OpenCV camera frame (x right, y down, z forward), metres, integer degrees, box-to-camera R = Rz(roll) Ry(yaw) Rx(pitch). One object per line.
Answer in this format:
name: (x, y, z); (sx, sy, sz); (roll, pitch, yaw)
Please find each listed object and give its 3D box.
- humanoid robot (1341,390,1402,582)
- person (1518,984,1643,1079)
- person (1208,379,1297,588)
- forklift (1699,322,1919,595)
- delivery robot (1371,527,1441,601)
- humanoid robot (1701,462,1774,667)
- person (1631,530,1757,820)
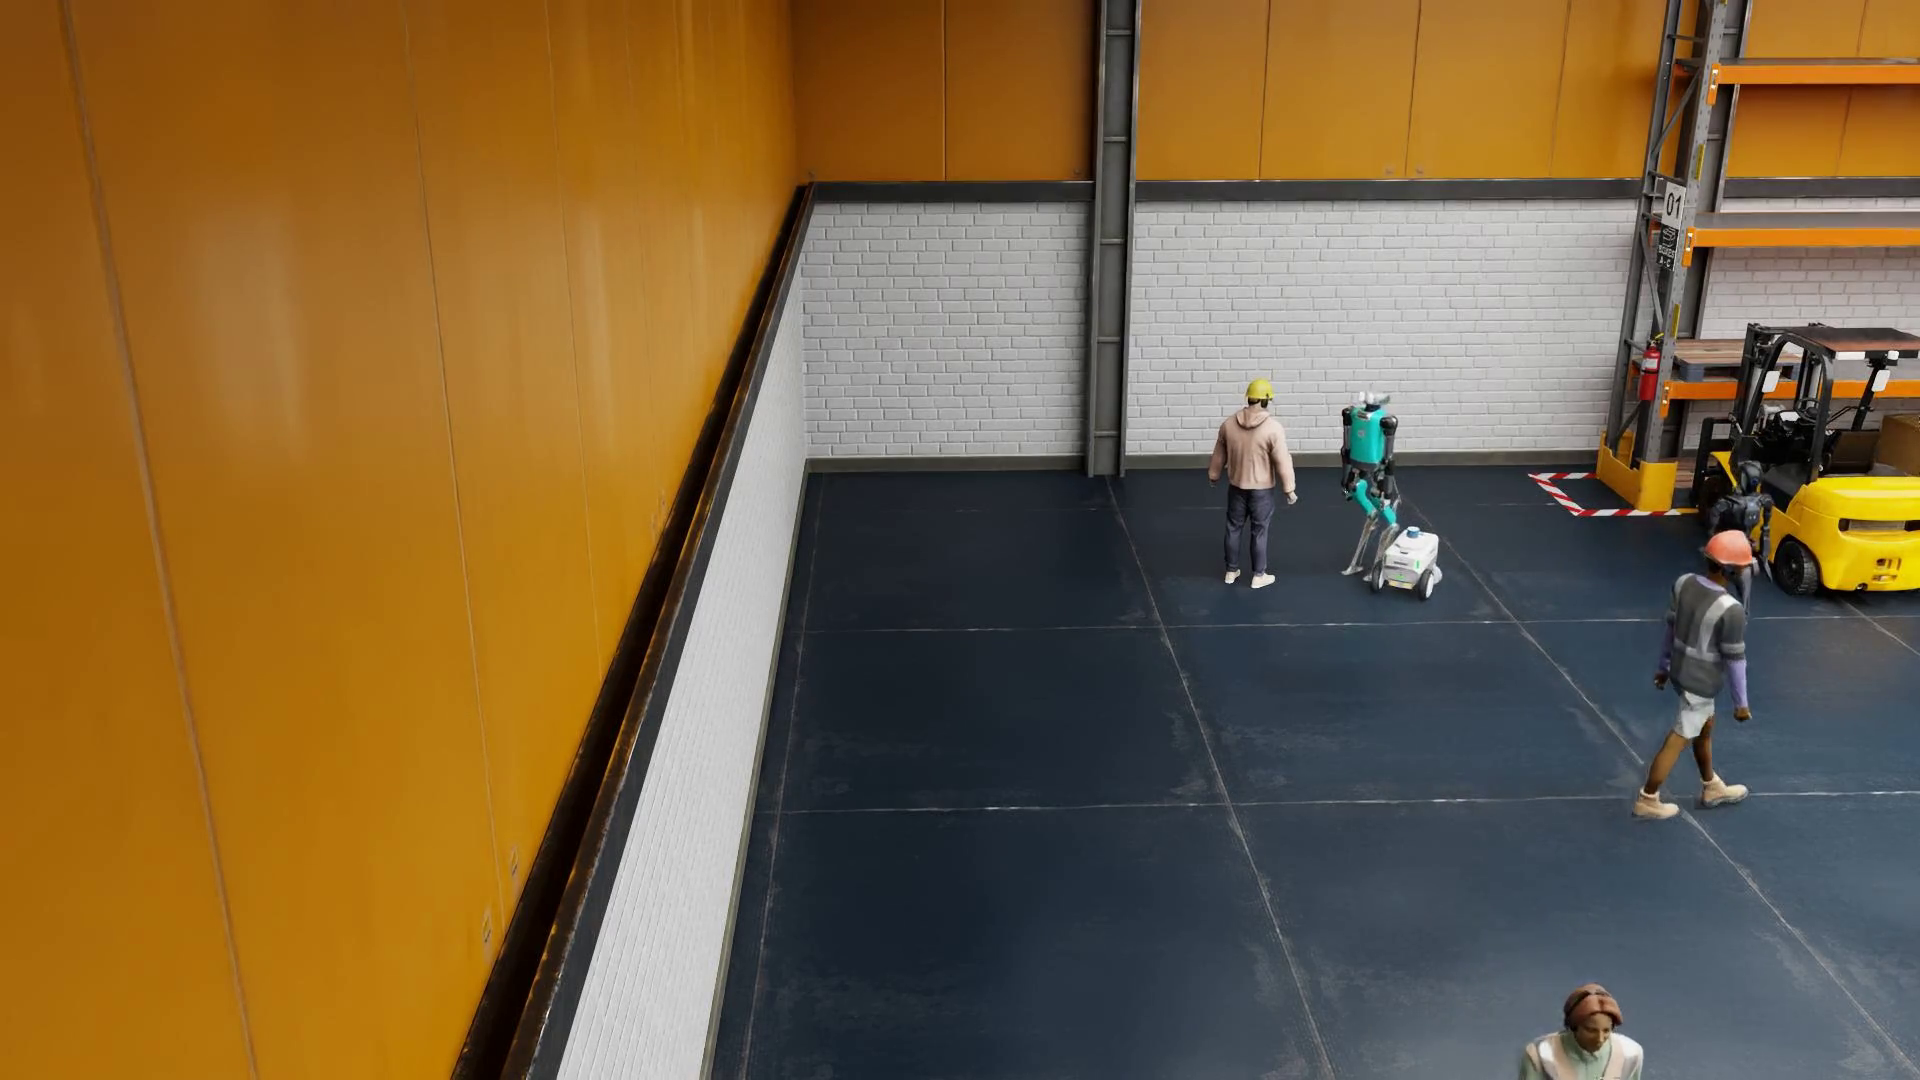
humanoid robot: (3.705, -0.507, 14.759); (0.651, 1.769, 0.531); (-18, 27, -39)
person: (2.496, 2.524, 6.794); (0.539, 1.590, 0.873); (0, 20, 1)
person: (2.547, -0.492, 14.584); (0.811, 1.859, 0.429); (13, 24, 30)
forklift: (7.809, -0.792, 14.926); (1.214, 2.155, 2.313); (-1, 20, -2)
delivery robot: (3.952, 0.199, 14.626); (0.508, 0.614, 0.785); (11, 23, 26)
humanoid robot: (6.100, 0.144, 13.174); (0.612, 1.634, 0.685); (-4, 21, -12)
person: (4.856, 0.885, 10.647); (0.960, 2.000, 0.626); (-3, 20, -8)
